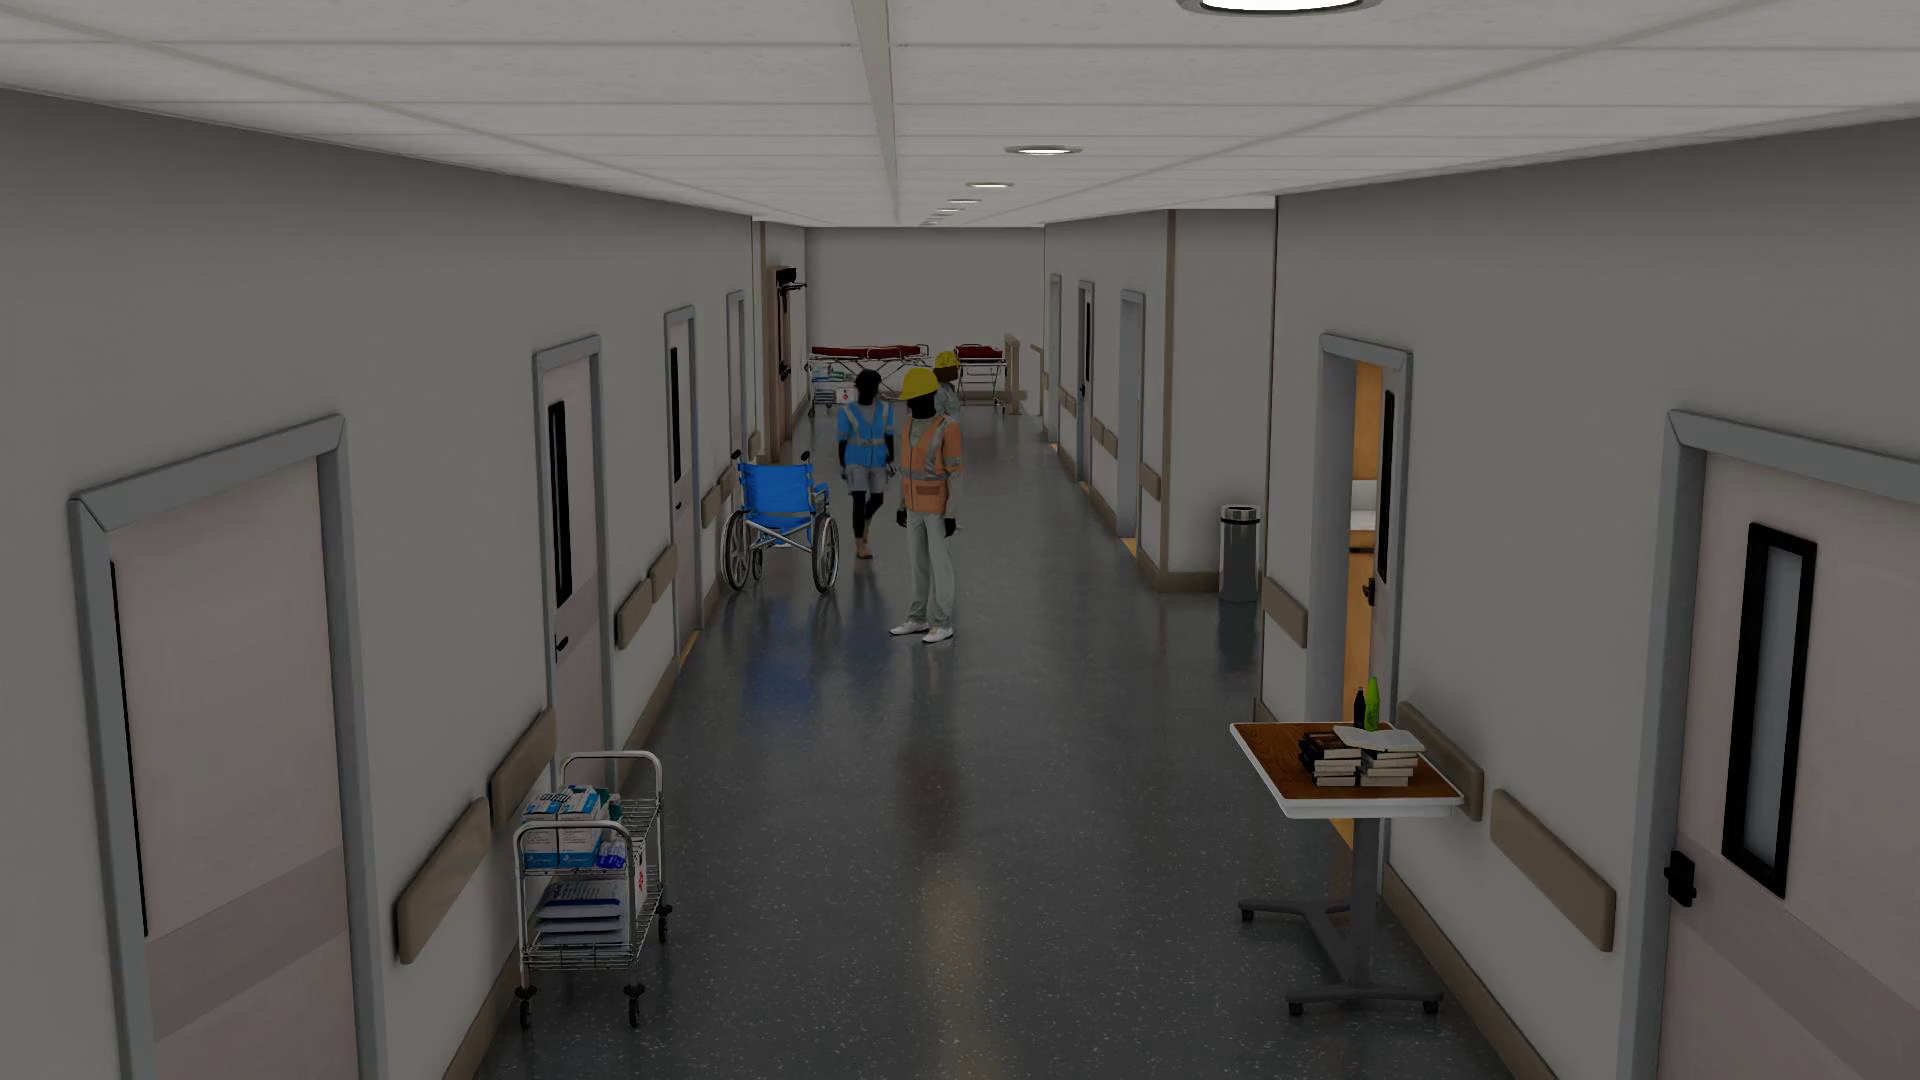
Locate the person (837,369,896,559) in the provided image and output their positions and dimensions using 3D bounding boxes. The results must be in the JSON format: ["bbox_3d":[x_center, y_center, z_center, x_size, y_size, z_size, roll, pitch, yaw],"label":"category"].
[{"bbox_3d":[-0.860,-0.703,14.814,0.527,1.665,0.735,-4,11,-22],"label":"person"}]

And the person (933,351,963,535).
[{"bbox_3d":[-0.127,-0.927,15.845,0.283,1.746,0.493,2,10,12],"label":"person"}]

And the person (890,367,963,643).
[{"bbox_3d":[-0.239,-0.243,11.563,0.390,1.916,0.585,-9,13,-41],"label":"person"}]
